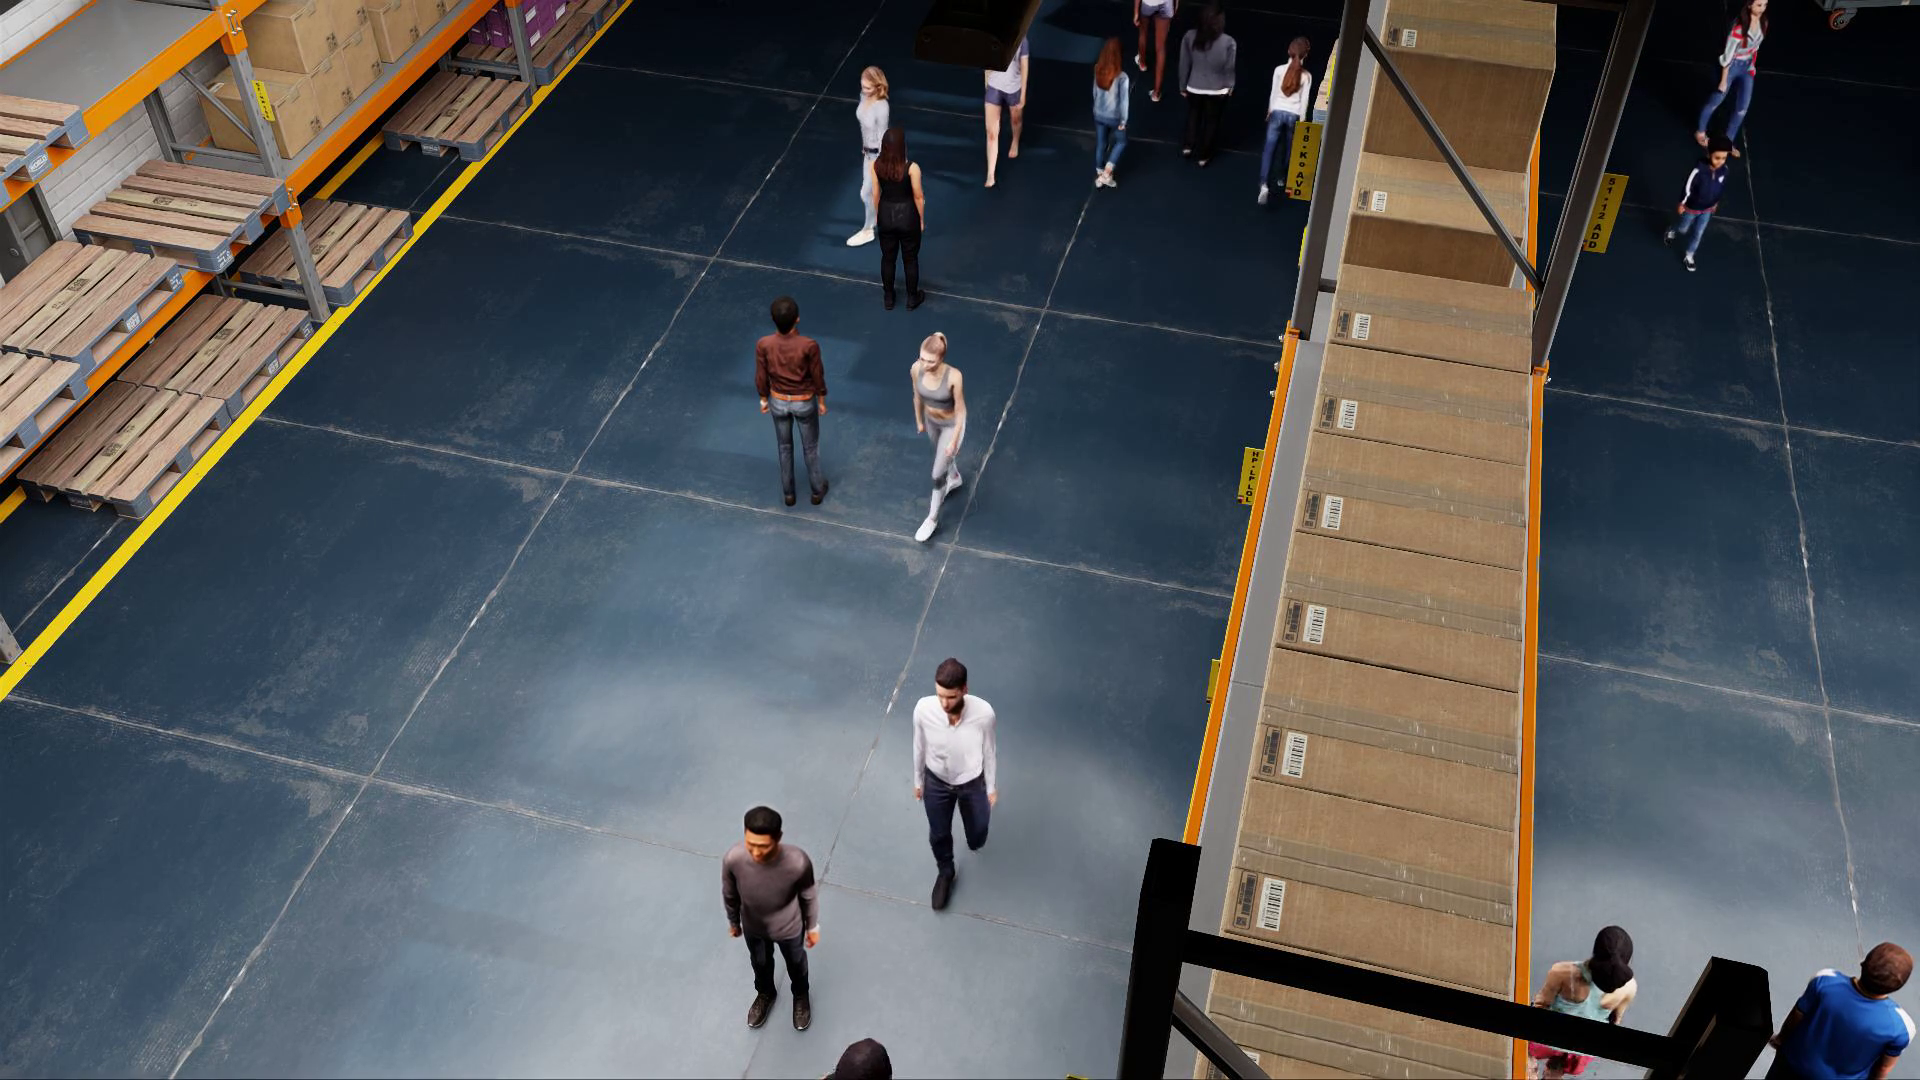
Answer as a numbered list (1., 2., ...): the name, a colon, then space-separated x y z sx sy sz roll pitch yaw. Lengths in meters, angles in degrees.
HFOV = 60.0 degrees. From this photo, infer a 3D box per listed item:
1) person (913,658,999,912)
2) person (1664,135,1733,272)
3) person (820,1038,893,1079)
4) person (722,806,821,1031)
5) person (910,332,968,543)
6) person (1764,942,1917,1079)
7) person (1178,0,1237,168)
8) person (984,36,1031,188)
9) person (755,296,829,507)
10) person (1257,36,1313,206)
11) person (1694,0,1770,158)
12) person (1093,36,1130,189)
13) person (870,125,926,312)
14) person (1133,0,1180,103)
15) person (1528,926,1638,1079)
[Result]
1. person: -0.008 1.286 9.393 0.689 1.849 0.890 6 44 6
2. person: 6.349 -2.939 14.290 0.637 1.212 0.791 -1 44 -1
3. person: -0.460 2.928 7.766 0.678 1.715 1.046 5 44 5
4. person: -0.969 1.982 8.722 0.557 1.767 0.664 10 45 11
5. person: -0.074 -0.826 11.754 0.759 1.650 1.068 26 50 25
6. person: 4.189 2.535 8.070 0.735 1.866 0.722 29 51 27
7. person: 2.250 -4.147 15.289 0.721 1.583 0.717 19 47 19
8. person: 0.453 -4.157 15.246 0.665 1.656 1.134 7 44 7
9. person: -1.182 -0.966 11.806 0.681 1.781 0.587 2 44 2
10. person: 2.893 -3.742 14.897 0.499 1.536 0.997 11 45 12
11. person: 7.188 -4.426 15.572 0.828 1.596 0.906 -14 45 -14
12. person: 1.310 -3.821 15.030 0.654 1.468 0.674 28 50 26
13. person: -0.507 -2.624 13.613 0.591 1.689 0.561 8 44 8
14. person: 1.929 -5.118 16.246 0.881 1.668 1.303 -2 44 -2
15. person: 2.977 2.500 8.184 0.595 1.759 0.732 9 44 10
